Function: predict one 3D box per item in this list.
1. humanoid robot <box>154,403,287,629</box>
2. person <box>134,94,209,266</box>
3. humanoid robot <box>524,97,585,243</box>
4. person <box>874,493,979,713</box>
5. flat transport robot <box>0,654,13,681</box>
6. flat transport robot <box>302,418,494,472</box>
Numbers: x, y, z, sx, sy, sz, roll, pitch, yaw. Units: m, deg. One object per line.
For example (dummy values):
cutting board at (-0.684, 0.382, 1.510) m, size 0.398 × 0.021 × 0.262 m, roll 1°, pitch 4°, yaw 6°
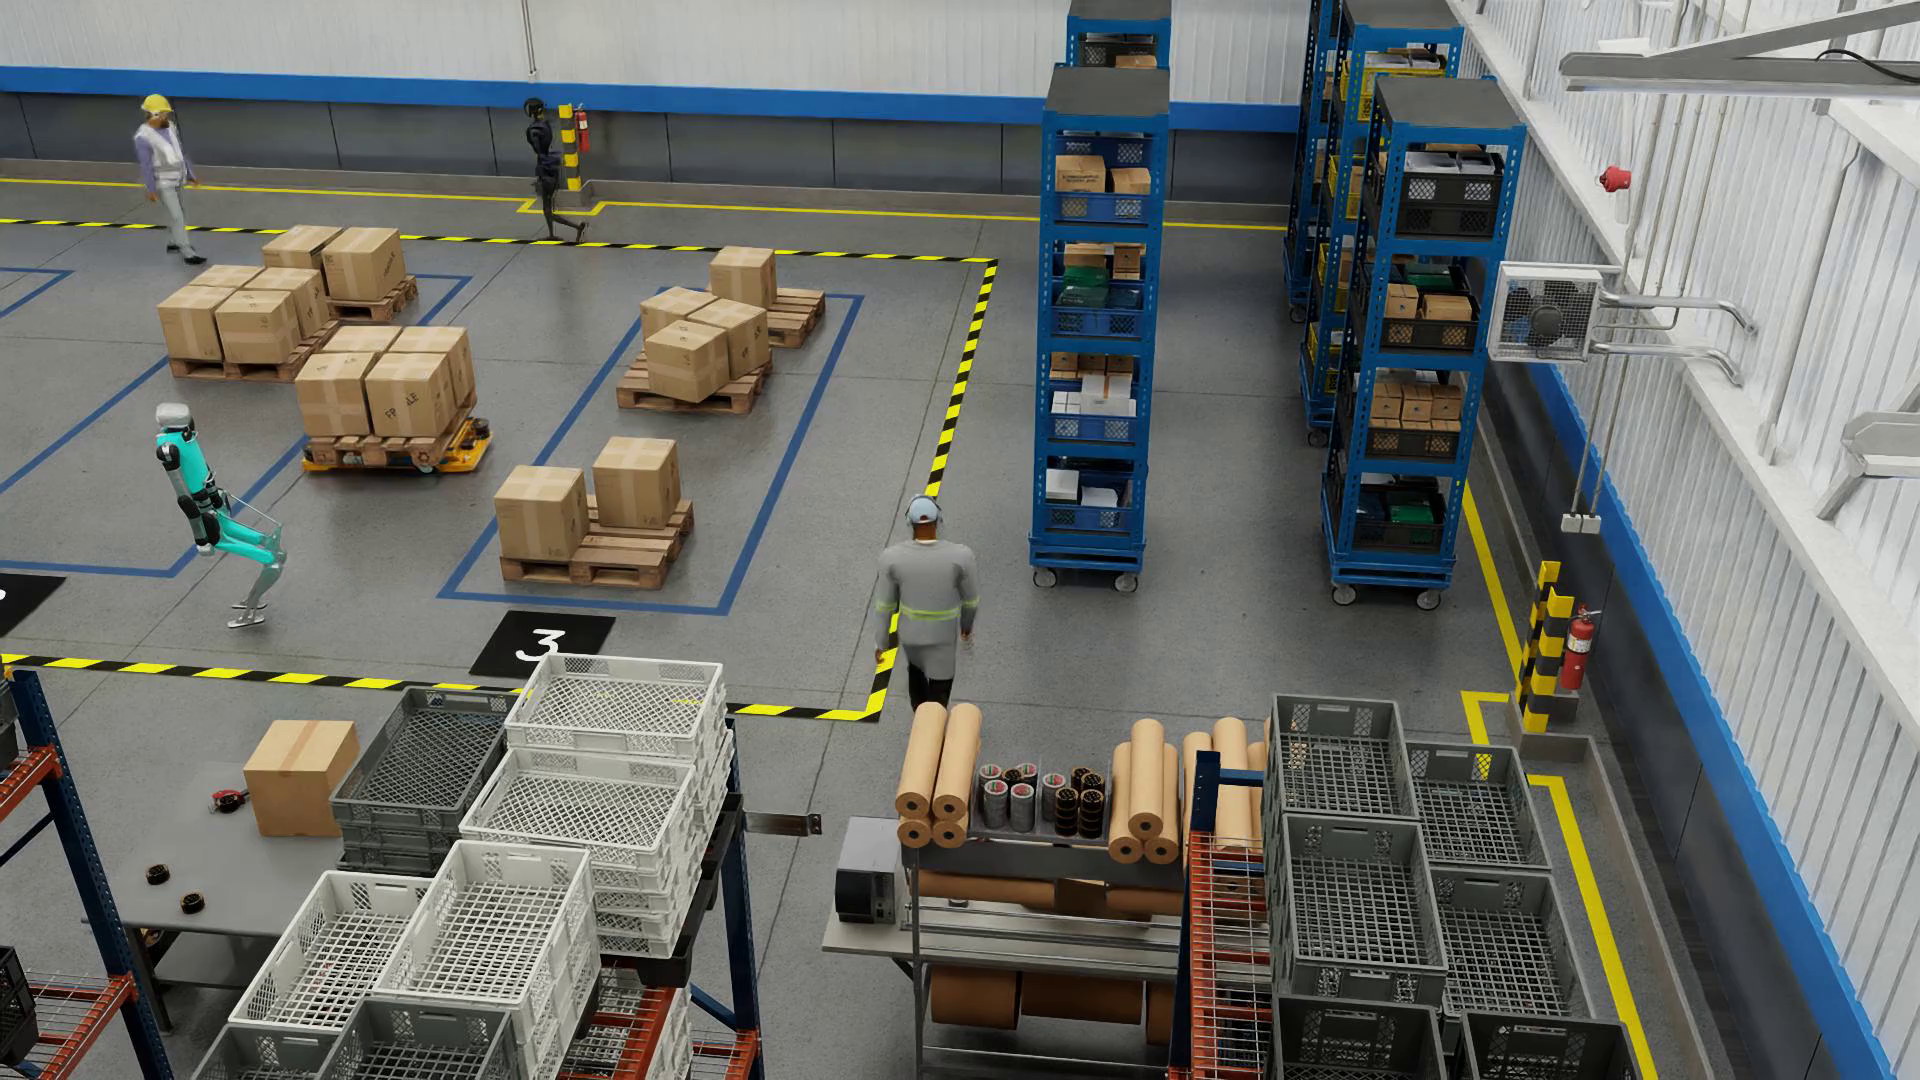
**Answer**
humanoid robot at (-4.967, -0.181, 11.387) m, size 0.735 × 1.681 × 0.533 m, roll -5°, pitch 31°, yaw -8°
person at (-8.467, -3.840, 17.765) m, size 0.550 × 1.800 × 0.643 m, roll 3°, pitch 30°, yaw 5°
humanoid robot at (-4.460, -4.047, 18.223) m, size 0.516 × 1.638 × 0.599 m, roll -2°, pitch 30°, yaw -3°
person at (-0.219, 0.606, 10.127) m, size 0.608 × 1.793 × 0.889 m, roll 6°, pitch 31°, yaw 10°
flat transport robot at (-7.142, 0.969, 11.010) m, size 1.431 × 0.231 × 0.659 m, roll 3°, pitch 30°, yaw 6°
flat transport robot at (-4.743, -0.818, 14.050) m, size 1.431 × 0.197 × 0.652 m, roll 1°, pitch 30°, yaw 1°
